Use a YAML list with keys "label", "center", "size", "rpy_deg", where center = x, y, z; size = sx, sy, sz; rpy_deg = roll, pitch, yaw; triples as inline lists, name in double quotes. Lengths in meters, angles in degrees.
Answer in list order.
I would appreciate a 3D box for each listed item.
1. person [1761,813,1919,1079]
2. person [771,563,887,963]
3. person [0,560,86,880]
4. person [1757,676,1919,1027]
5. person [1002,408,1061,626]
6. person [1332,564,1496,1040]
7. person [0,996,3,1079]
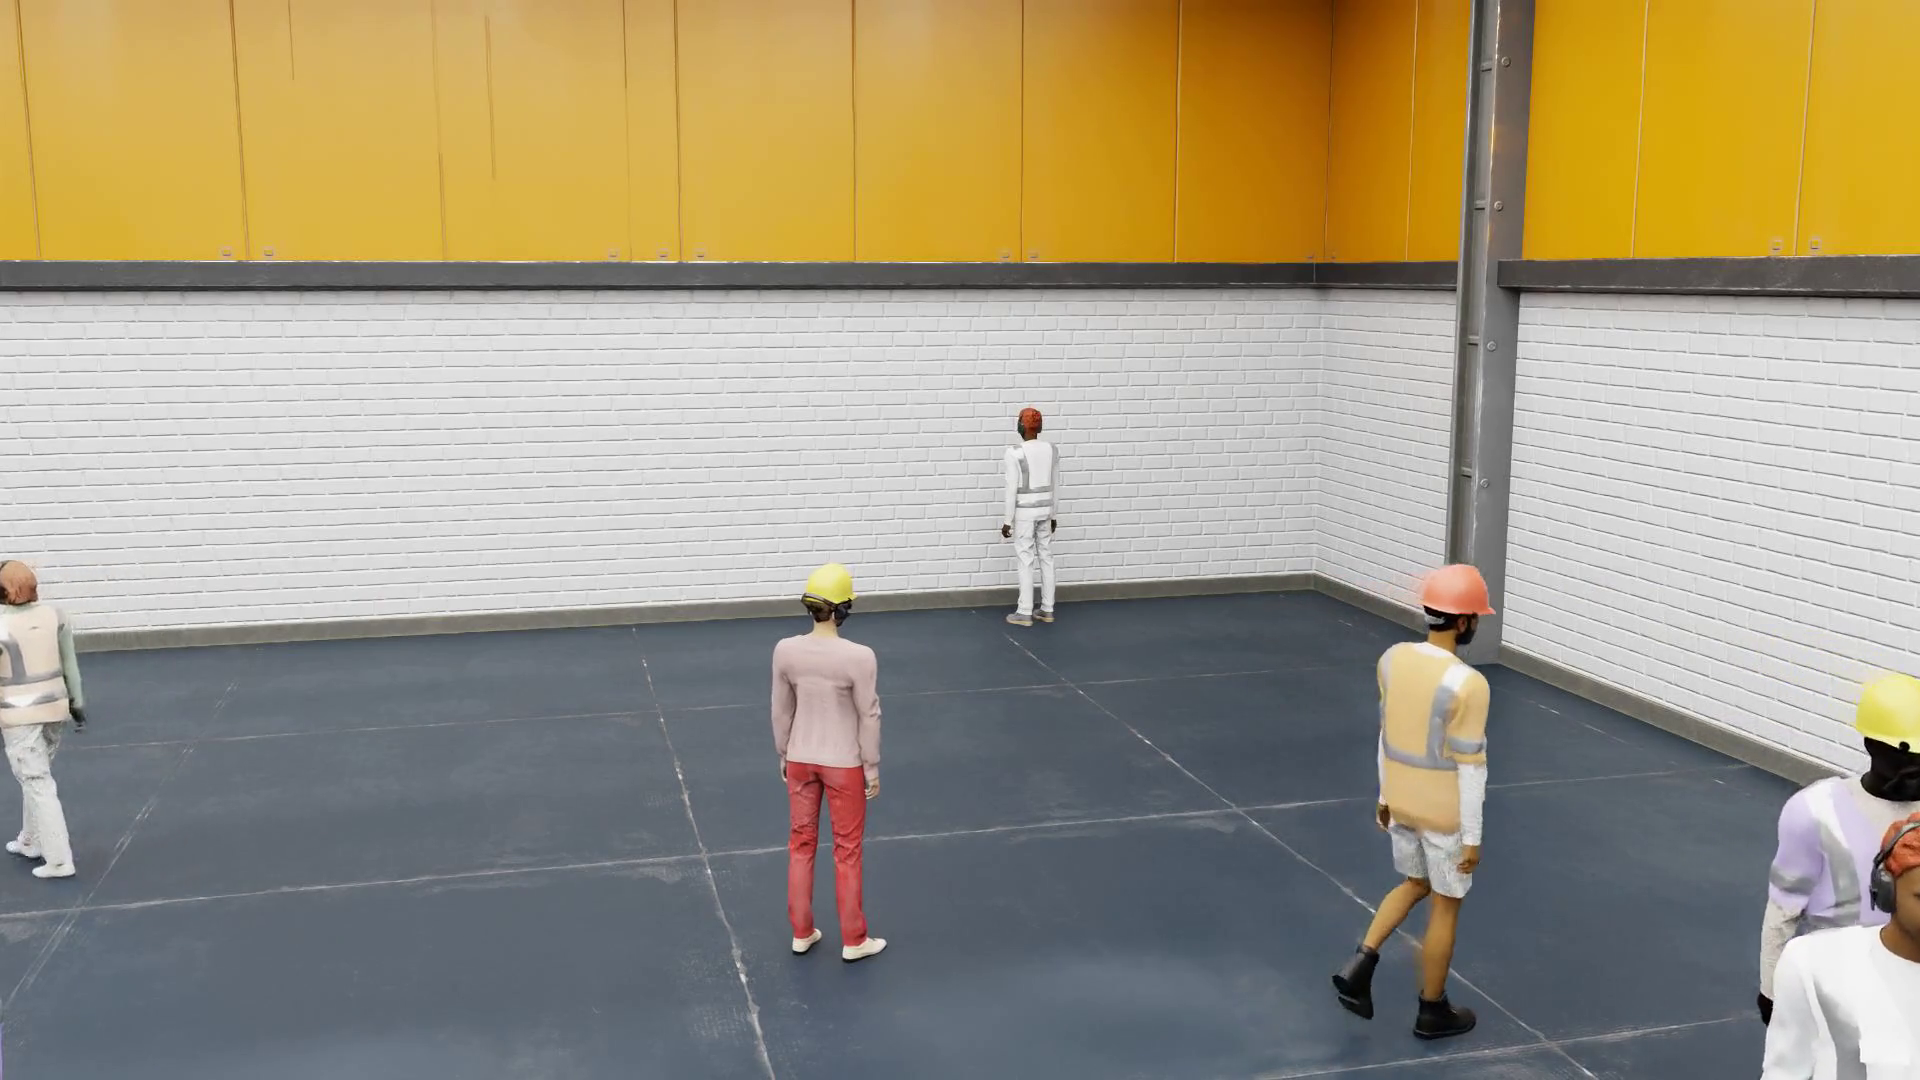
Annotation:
- label: "person"
  center: [2.141, 1.526, 3.744]
  size: [0.605, 1.837, 0.895]
  rpy_deg: [2, 9, 11]
- label: "person"
  center: [-0.581, 0.980, 7.356]
  size: [0.526, 1.768, 0.330]
  rpy_deg: [4, 10, 24]
- label: "person"
  center: [-4.746, 0.895, 8.336]
  size: [0.724, 1.607, 0.551]
  rpy_deg: [3, 10, 21]
- label: "person"
  center: [2.724, 1.304, 5.005]
  size: [0.592, 1.890, 0.964]
  rpy_deg: [-1, 9, -3]
- label: "person"
  center: [0.612, -0.198, 14.362]
  size: [0.576, 1.880, 0.362]
  rpy_deg: [-6, 11, -33]
- label: "person"
  center: [1.797, 1.041, 6.493]
  size: [0.550, 1.920, 0.574]
  rpy_deg: [-5, 10, -28]
- label: "person"
  center: [-2.554, 1.462, 4.100]
  size: [0.565, 1.846, 0.390]
  rpy_deg: [4, 10, 25]
